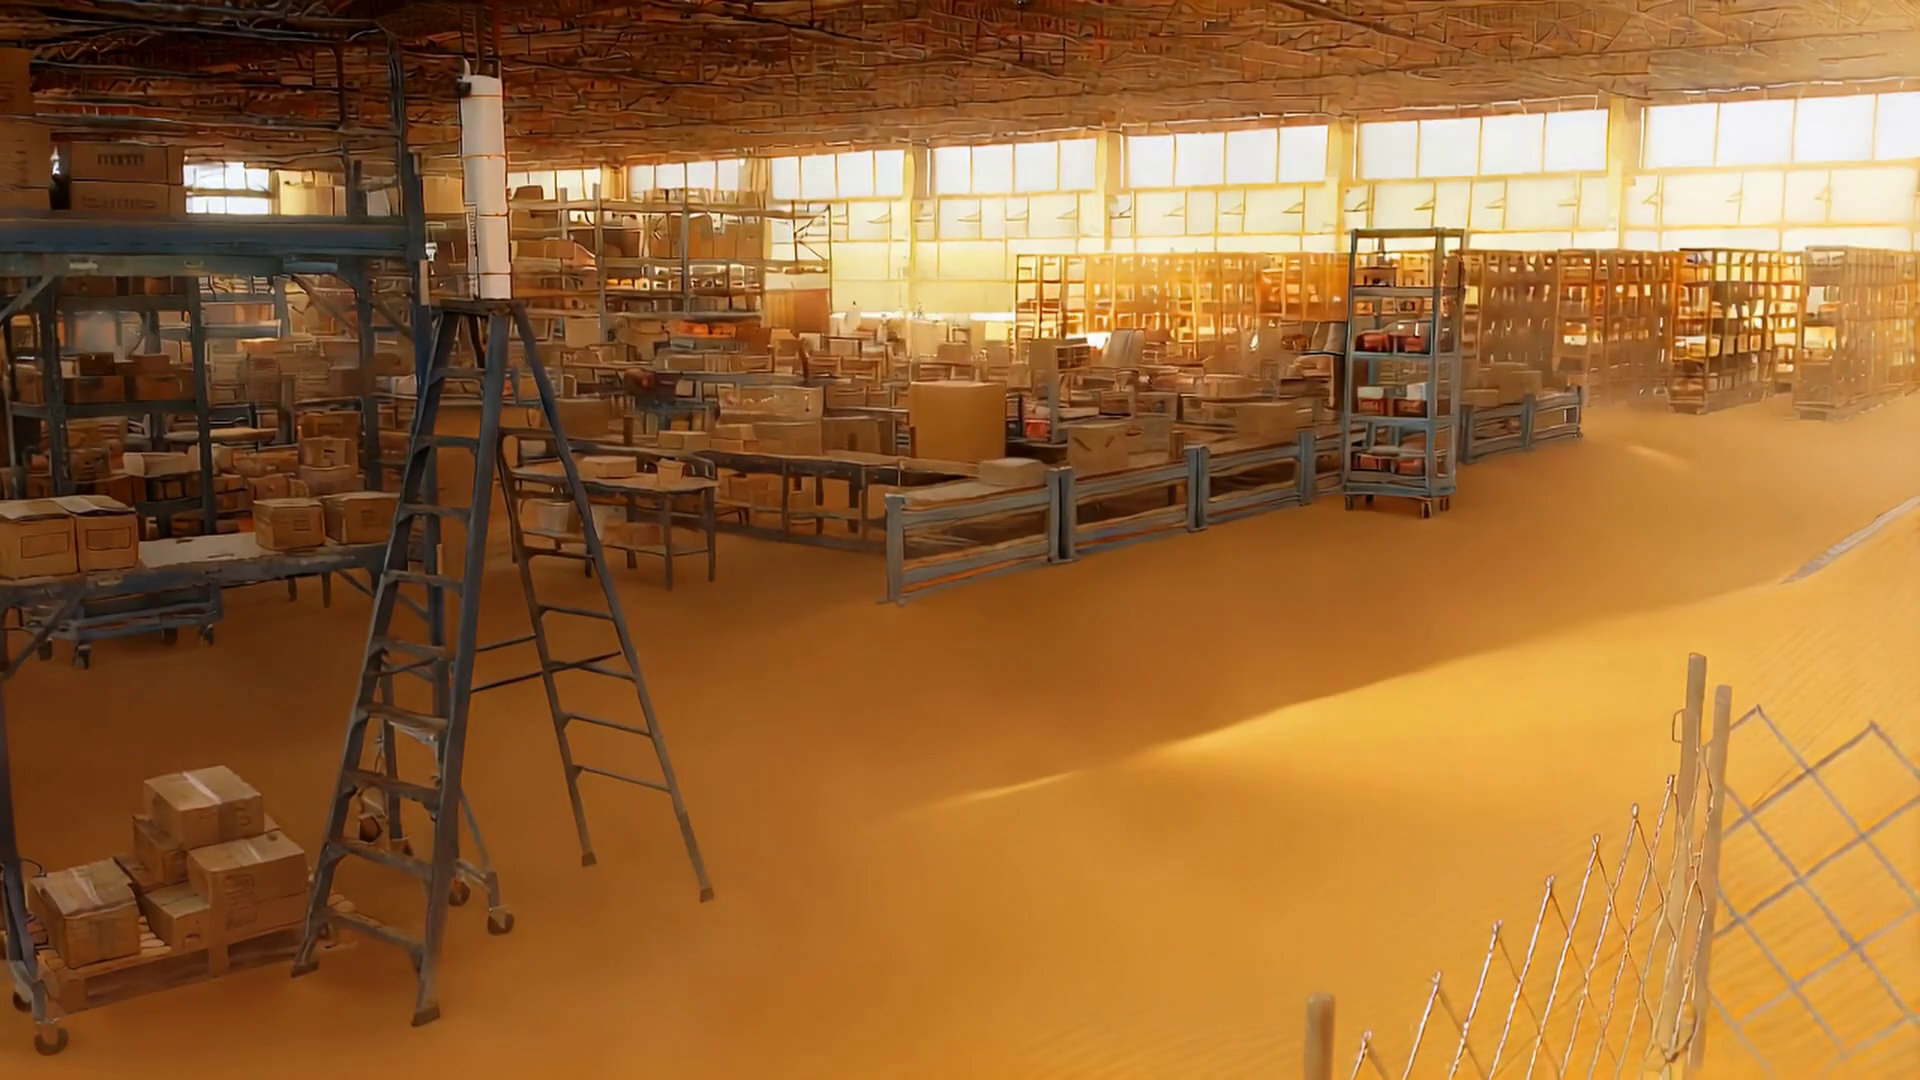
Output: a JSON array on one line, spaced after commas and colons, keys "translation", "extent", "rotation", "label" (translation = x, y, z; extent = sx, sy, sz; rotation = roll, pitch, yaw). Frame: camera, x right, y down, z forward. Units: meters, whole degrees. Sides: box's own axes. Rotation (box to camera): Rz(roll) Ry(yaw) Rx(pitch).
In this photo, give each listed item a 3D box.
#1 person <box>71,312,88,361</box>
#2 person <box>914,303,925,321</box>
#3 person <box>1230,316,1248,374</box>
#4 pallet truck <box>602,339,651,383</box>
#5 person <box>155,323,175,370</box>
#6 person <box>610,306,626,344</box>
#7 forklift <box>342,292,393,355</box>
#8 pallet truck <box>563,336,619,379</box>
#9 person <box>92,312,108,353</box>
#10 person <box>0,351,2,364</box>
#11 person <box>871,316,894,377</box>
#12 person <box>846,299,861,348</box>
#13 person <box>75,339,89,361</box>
[{"translation": [-26.476, -5.916, 50.104], "extent": [0.541, 1.867, 0.675], "rotation": [-6, 11, -33], "label": "person"}, {"translation": [-1.679, -8.887, 68.780], "extent": [0.439, 1.827, 0.642], "rotation": [2, 9, 13], "label": "person"}, {"translation": [8.266, -5.757, 49.297], "extent": [0.596, 1.815, 0.429], "rotation": [4, 10, 24], "label": "person"}, {"translation": [-8.991, -4.871, 45.351], "extent": [0.653, 1.274, 1.630], "rotation": [7, 11, 37], "label": "pallet truck"}, {"translation": [-20.060, -4.558, 41.895], "extent": [0.611, 1.786, 0.924], "rotation": [6, 11, 34], "label": "person"}, {"translation": [-11.836, -7.125, 57.516], "extent": [0.564, 1.914, 0.434], "rotation": [2, 9, 11], "label": "person"}, {"translation": [-16.485, -5.622, 45.120], "extent": [1.129, 2.768, 1.873], "rotation": [7, 11, 37], "label": "forklift"}, {"translation": [-10.690, -5.294, 48.215], "extent": [1.601, 1.201, 0.680], "rotation": [-5, 10, -26], "label": "pallet truck"}, {"translation": [-25.730, -5.882, 49.837], "extent": [0.671, 1.884, 0.462], "rotation": [7, 12, 39], "label": "person"}, {"translation": [-28.451, -5.592, 48.913], "extent": [0.698, 1.605, 0.507], "rotation": [-2, 9, -11], "label": "person"}, {"translation": [-2.133, -5.265, 46.022], "extent": [0.625, 1.886, 1.017], "rotation": [2, 9, 10], "label": "person"}, {"translation": [-4.362, -8.809, 67.817], "extent": [0.614, 1.981, 0.555], "rotation": [1, 9, 5], "label": "person"}, {"translation": [-19.261, -3.654, 36.776], "extent": [0.631, 1.609, 0.504], "rotation": [-4, 10, -23], "label": "person"}]
